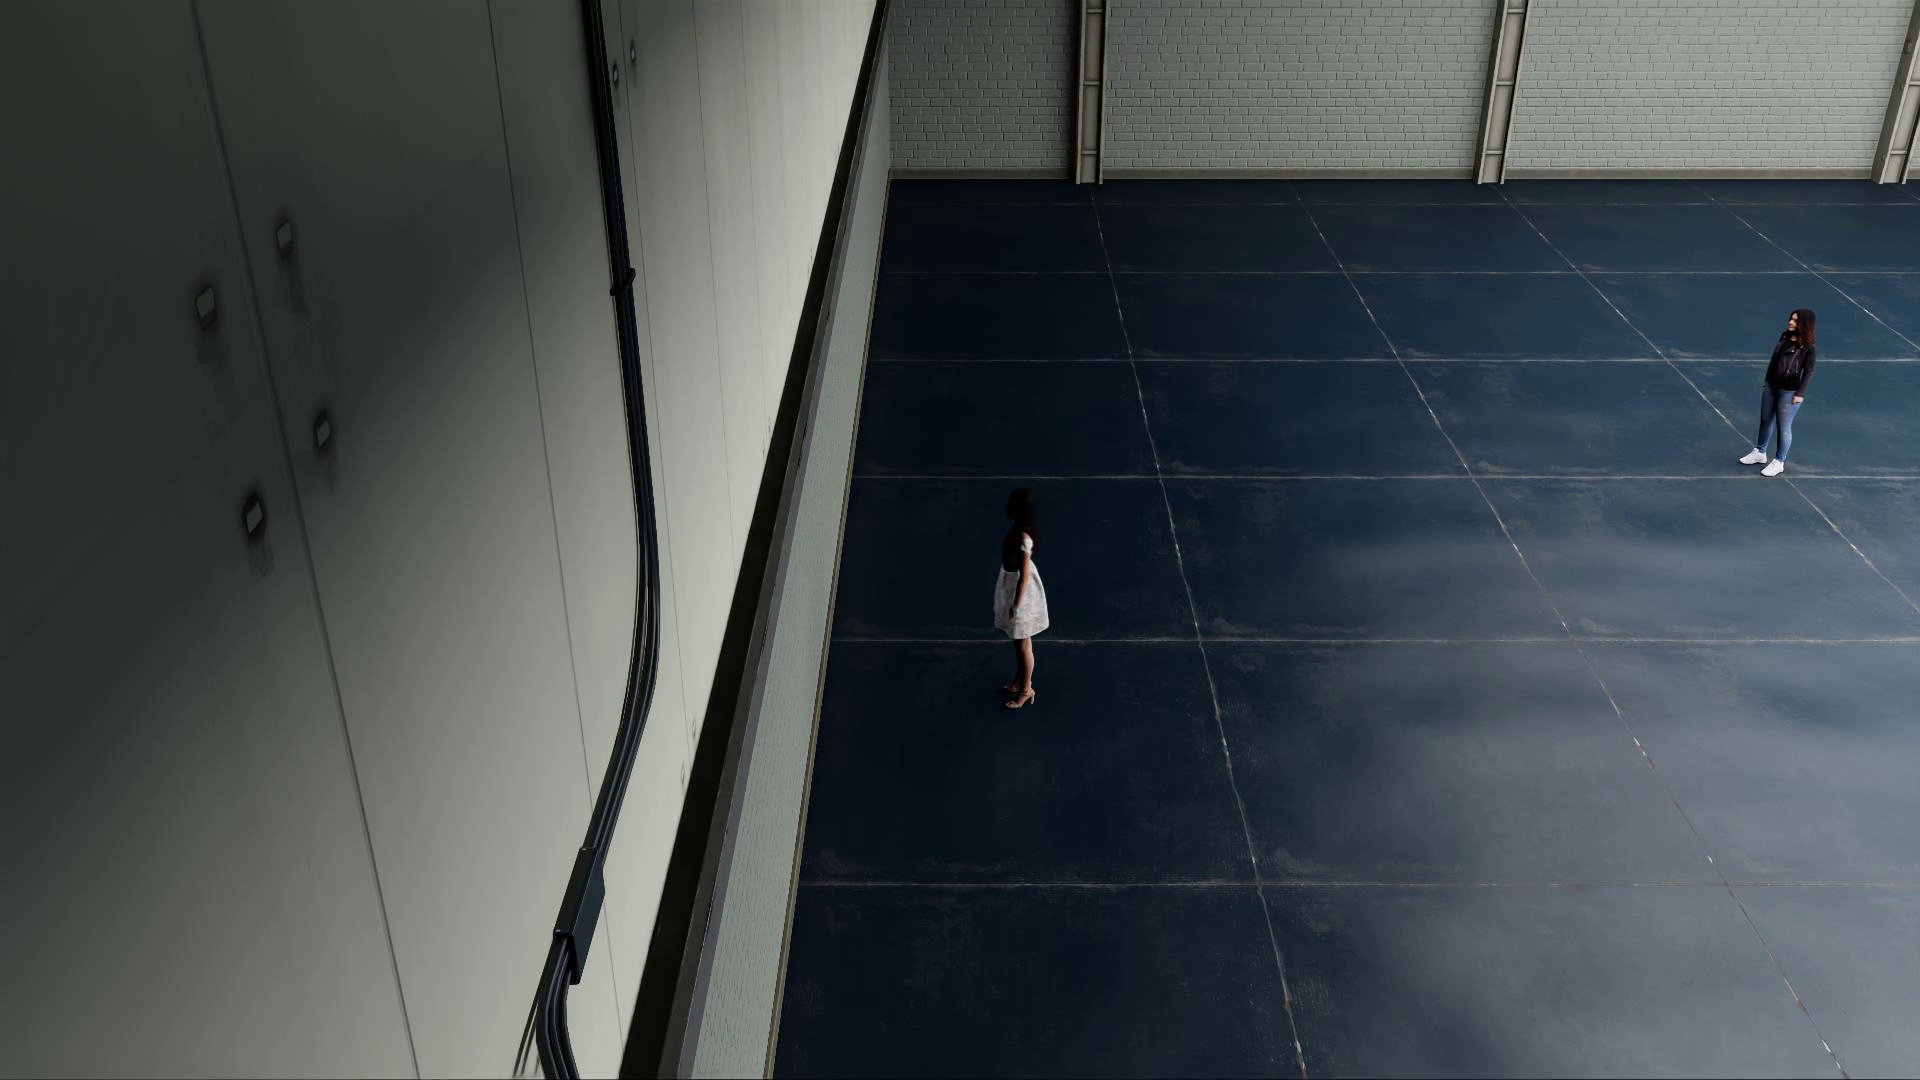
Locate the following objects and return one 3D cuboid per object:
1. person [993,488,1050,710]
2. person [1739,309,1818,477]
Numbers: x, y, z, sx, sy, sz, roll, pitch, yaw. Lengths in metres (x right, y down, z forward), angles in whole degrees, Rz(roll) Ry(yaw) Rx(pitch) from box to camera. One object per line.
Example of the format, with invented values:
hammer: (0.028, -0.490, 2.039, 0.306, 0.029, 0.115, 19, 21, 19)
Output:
person: (0.435, 0.423, 12.164, 0.611, 1.775, 0.630, 0, 28, 0)
person: (7.819, -1.425, 15.781, 0.665, 1.635, 0.699, -9, 29, -16)
